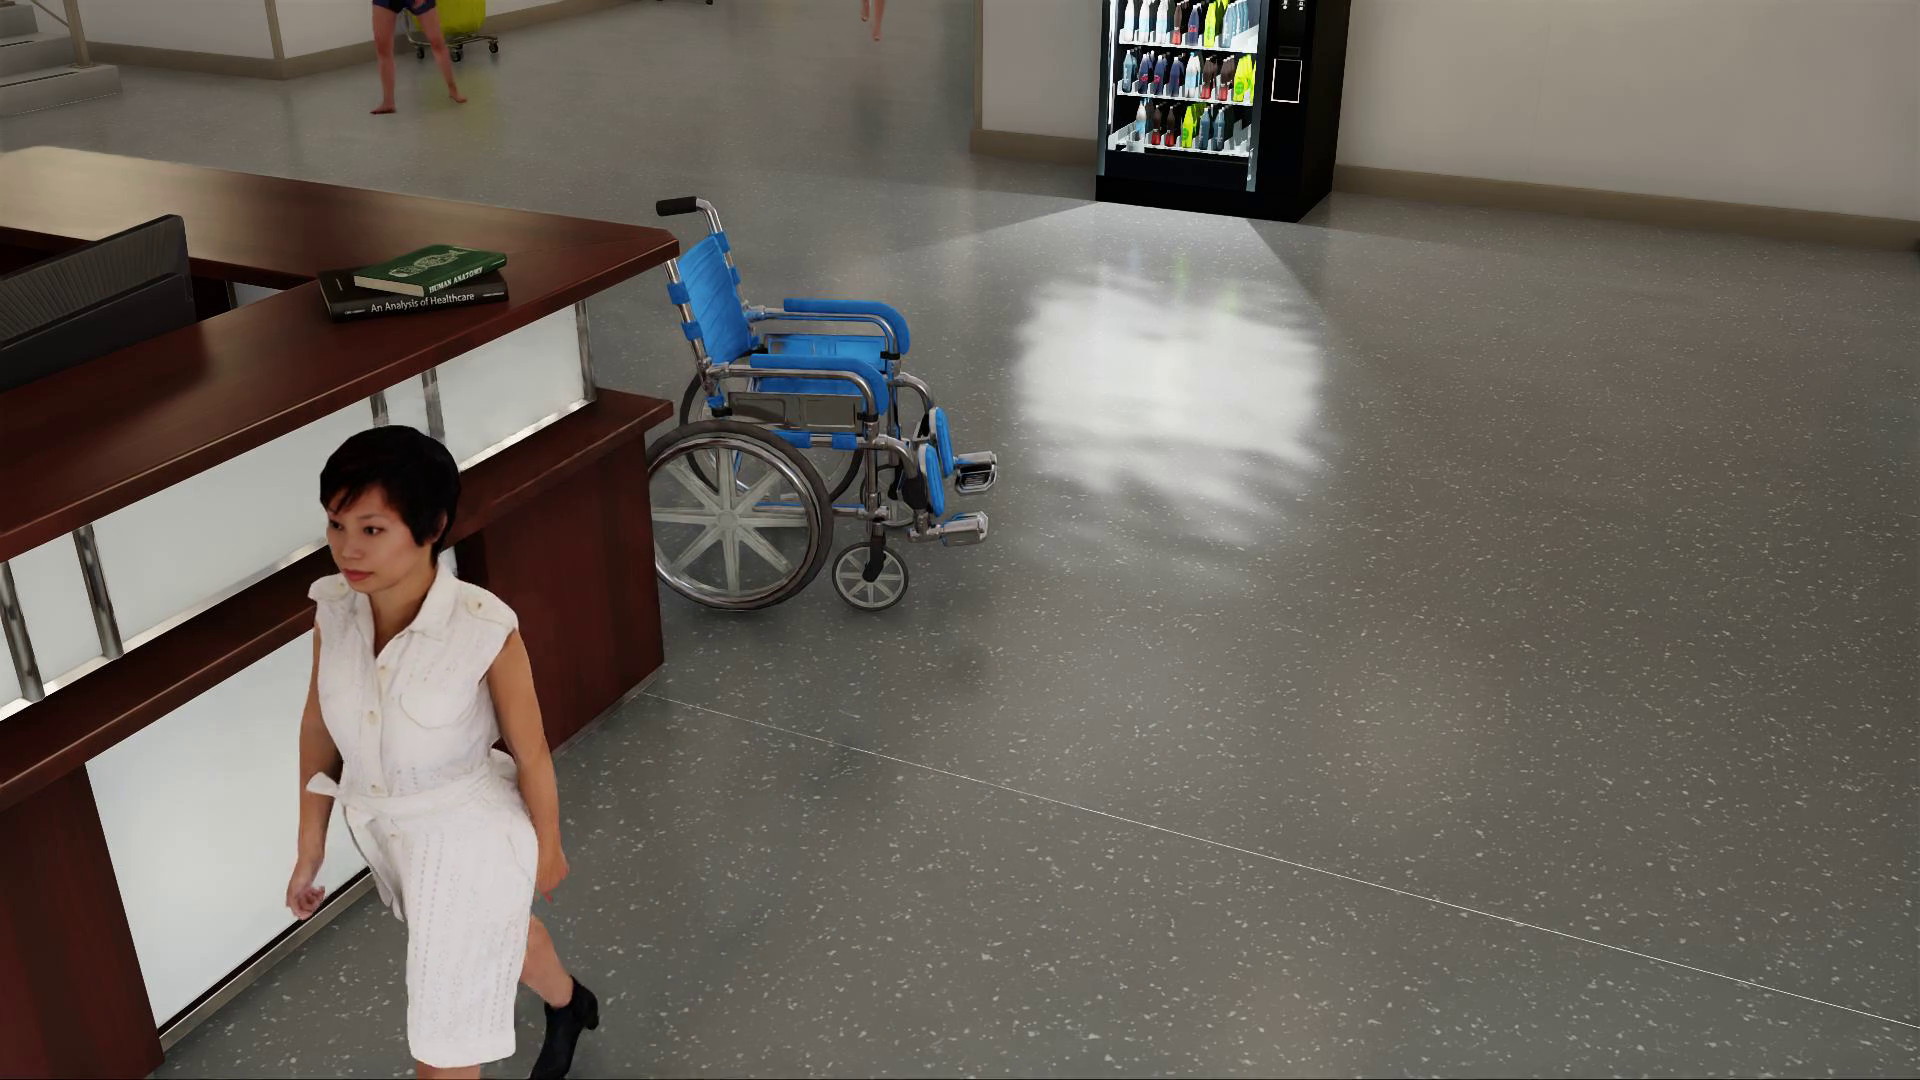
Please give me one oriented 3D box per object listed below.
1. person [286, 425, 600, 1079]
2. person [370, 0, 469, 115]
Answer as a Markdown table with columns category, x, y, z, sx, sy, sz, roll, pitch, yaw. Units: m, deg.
| category | x | y | z | sx | sy | sz | roll | pitch | yaw |
| --- | --- | --- | --- | --- | --- | --- | --- | --- | --- |
| person | -0.850 | 0.505 | 2.904 | 0.978 | 1.503 | 0.631 | 10 | 28 | 20 |
| person | -3.922 | -3.908 | 11.874 | 1.003 | 1.661 | 0.928 | -1 | 26 | -2 |
